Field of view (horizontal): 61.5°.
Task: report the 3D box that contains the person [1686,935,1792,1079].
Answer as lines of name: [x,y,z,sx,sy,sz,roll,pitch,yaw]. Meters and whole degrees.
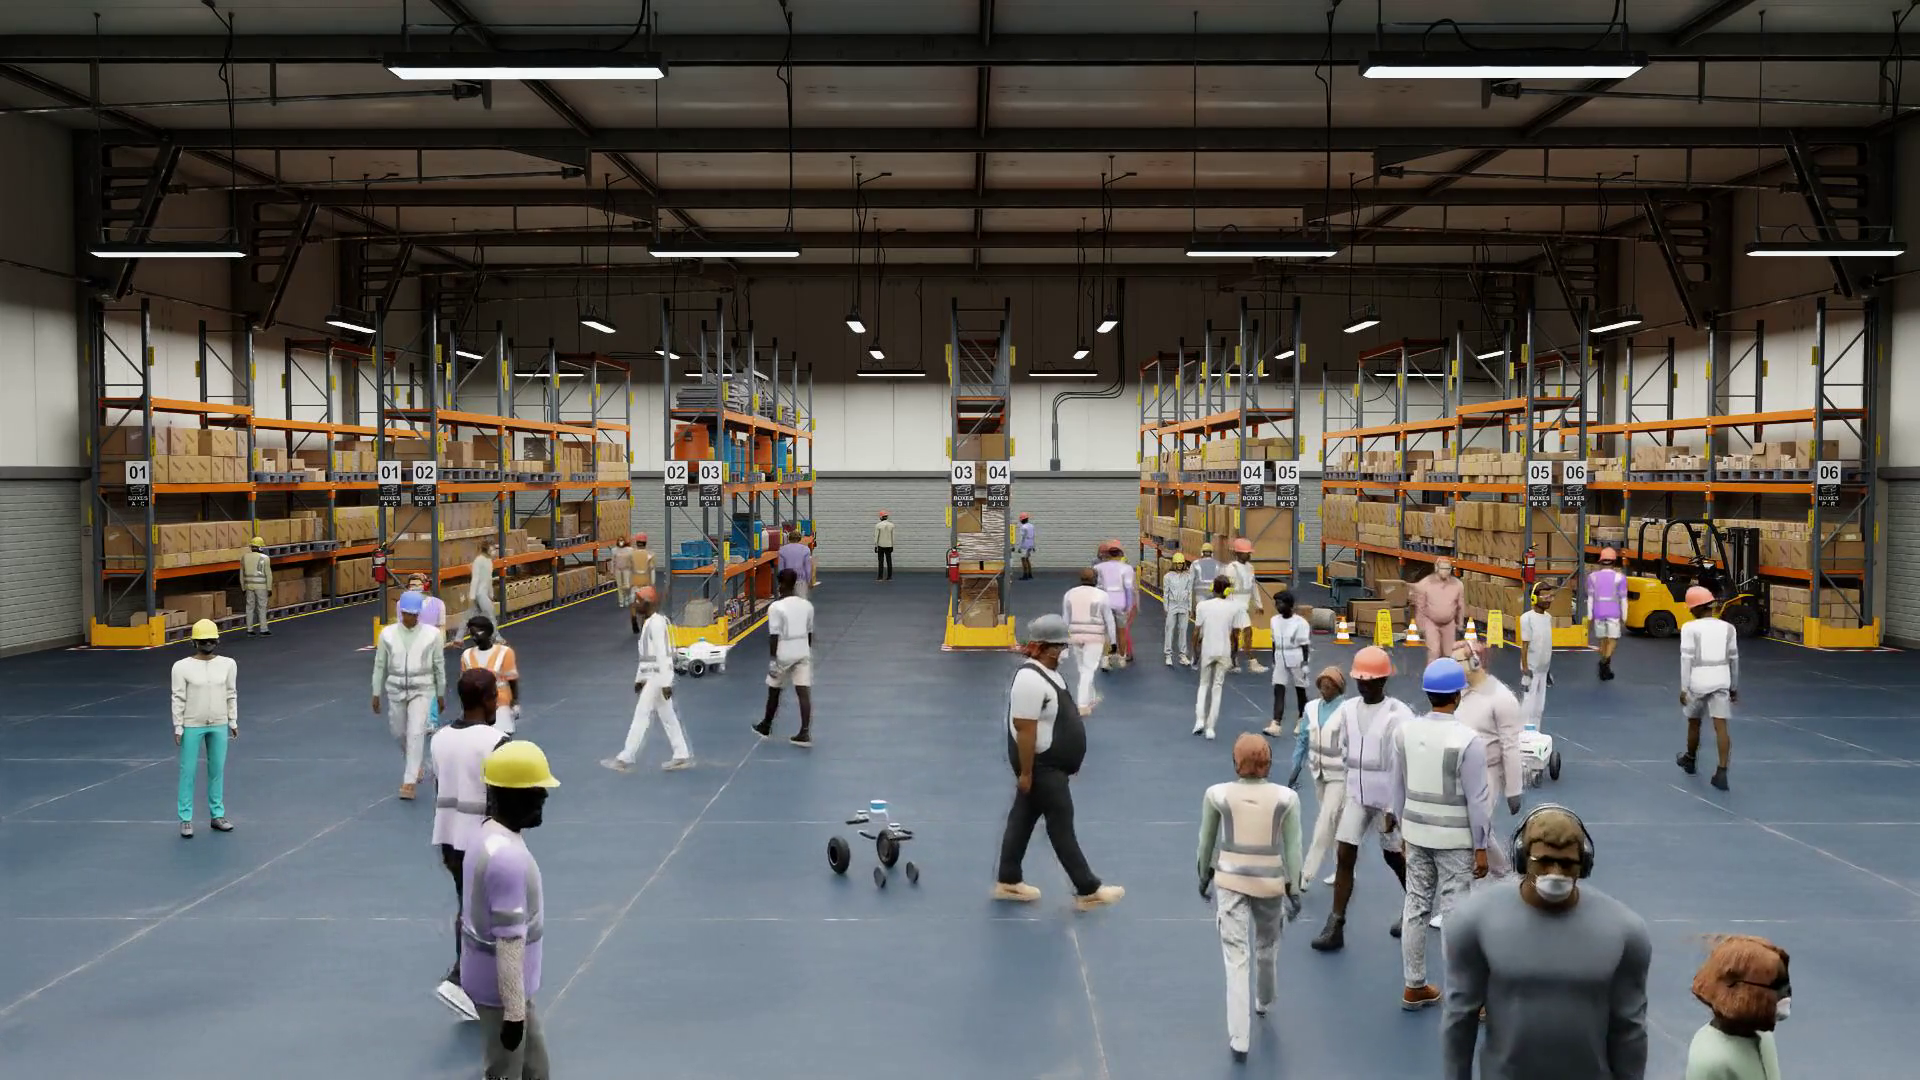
person: [2.213,1.939,4.691,0.517,1.618,0.519,-2,3,-45]

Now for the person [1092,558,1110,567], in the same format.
person: [2.825,0.894,31.505,0.483,1.587,0.886,0,2,5]

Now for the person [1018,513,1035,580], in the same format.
person: [1.857,0.174,45.699,0.411,1.904,0.577,2,3,35]

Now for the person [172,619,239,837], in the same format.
person: [-6.206,1.529,13.297,0.329,1.769,0.526,2,3,45]

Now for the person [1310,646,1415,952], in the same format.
person: [2.636,1.597,10.166,0.965,1.892,0.555,-2,3,-41]

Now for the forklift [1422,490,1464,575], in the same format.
forklift: [13.926,-0.371,47.846,1.873,2.768,1.129,0,2,0]

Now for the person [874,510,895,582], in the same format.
person: [-2.120,0.161,45.030,0.615,1.986,0.407,-1,3,-31]

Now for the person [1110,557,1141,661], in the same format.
person: [2.568,1.055,25.583,0.555,1.728,0.589,2,3,44]

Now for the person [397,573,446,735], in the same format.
person: [-6.136,1.287,18.403,0.567,1.844,0.377,0,2,3]

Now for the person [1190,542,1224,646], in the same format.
person: [4.290,0.934,28.097,0.614,1.790,0.930,0,2,2]

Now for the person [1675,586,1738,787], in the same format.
person: [7.183,1.386,15.550,0.617,1.866,0.991,0,2,2]

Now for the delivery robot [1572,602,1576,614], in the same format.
delivery robot: [12.172,1.339,32.483,0.477,0.478,0.707,0,2,11]

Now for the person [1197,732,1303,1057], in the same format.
person: [1.512,1.806,8.465,0.538,1.588,0.884,0,2,7]

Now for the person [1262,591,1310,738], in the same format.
person: [3.683,1.393,18.118,0.552,1.641,0.830,2,3,43]

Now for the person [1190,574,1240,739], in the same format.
person: [2.871,1.304,18.151,0.551,1.835,0.501,1,2,13]

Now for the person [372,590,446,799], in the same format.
person: [-5.098,1.398,14.983,0.658,1.913,0.834,0,2,-6]

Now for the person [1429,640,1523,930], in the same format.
person: [3.449,1.585,10.795,0.981,1.858,0.645,-1,3,-29]

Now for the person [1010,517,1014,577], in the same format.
person: [1.341,0.191,46.562,0.626,1.821,0.519,1,3,33]

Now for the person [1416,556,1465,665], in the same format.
person: [6.472,1.143,21.808,0.652,1.878,0.582,0,2,0]

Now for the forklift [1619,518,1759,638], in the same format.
forklift: [13.417,0.684,29.791,2.313,2.155,1.214,0,2,0]

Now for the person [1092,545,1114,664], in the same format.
person: [2.285,1.002,25.362,0.576,1.867,0.416,-1,2,-23]

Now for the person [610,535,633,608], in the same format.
person: [-7.547,0.699,35.995,0.513,1.614,0.427,0,2,-5]

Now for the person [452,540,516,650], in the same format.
person: [-8.055,0.928,27.134,1.074,1.878,0.639,0,2,-4]

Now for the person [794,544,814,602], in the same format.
person: [-3.159,0.865,32.174,0.524,1.595,0.872,0,2,3]

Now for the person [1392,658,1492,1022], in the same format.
person: [2.632,1.616,8.816,0.379,1.950,0.608,-2,3,-35]

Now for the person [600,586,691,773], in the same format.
person: [-3.117,1.385,15.981,0.976,1.832,0.596,-1,2,-15]

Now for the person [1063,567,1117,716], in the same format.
person: [1.661,1.241,20.010,0.651,1.804,0.914,2,3,35]

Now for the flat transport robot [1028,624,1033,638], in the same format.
flat transport robot: [1.568,1.658,29.123,0.652,0.197,1.431,0,2,1]

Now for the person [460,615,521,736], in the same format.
person: [-4.272,1.516,14.646,0.561,1.675,0.375,0,2,8]

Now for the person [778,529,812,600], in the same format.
person: [-3.093,0.770,30.270,0.627,1.940,0.371,0,2,2]

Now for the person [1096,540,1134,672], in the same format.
person: [2.320,0.990,24.379,0.604,1.986,1.037,1,2,16]

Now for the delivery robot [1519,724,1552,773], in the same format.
delivery robot: [5.475,2.012,15.527,0.477,0.478,0.707,1,2,27]

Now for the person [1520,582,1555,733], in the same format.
person: [5.889,1.353,16.451,0.514,1.871,0.327,-2,3,-41]

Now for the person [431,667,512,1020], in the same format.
person: [-2.607,1.639,8.697,0.602,1.907,0.451,2,3,35]

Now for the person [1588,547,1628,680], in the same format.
person: [9.264,1.063,23.160,0.553,1.922,0.729,2,3,38]

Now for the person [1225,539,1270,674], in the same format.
person: [4.270,0.990,23.902,0.953,1.997,0.628,1,3,33]

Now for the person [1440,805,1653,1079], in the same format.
person: [1.867,1.777,5.183,0.630,1.920,0.535,0,2,10]

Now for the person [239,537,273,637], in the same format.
person: [-12.821,0.856,29.454,0.600,1.827,0.403,0,2,7]

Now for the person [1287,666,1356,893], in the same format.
person: [2.561,1.688,11.402,0.828,1.593,0.570,-1,3,-32]

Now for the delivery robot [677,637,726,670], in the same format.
delivery robot: [-3.811,1.682,23.842,0.707,0.478,0.477,-2,3,-43]

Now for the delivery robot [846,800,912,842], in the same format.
delivery robot: [-0.603,2.030,11.858,0.335,0.223,0.698,-1,3,-31]

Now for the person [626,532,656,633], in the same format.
person: [-5.889,0.803,29.778,0.549,1.918,0.757,0,2,-4]

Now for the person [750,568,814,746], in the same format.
person: [-1.947,1.271,17.761,0.630,1.923,0.941,-2,3,-40]

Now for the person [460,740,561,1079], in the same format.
person: [-1.879,1.741,6.385,0.797,1.903,0.594,-1,2,-21]

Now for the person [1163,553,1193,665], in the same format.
person: [3.400,1.070,25.156,0.487,1.744,0.294,-1,2,-14]

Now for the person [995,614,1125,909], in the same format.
person: [0.678,1.504,11.046,0.979,2.000,0.704,0,2,11]
